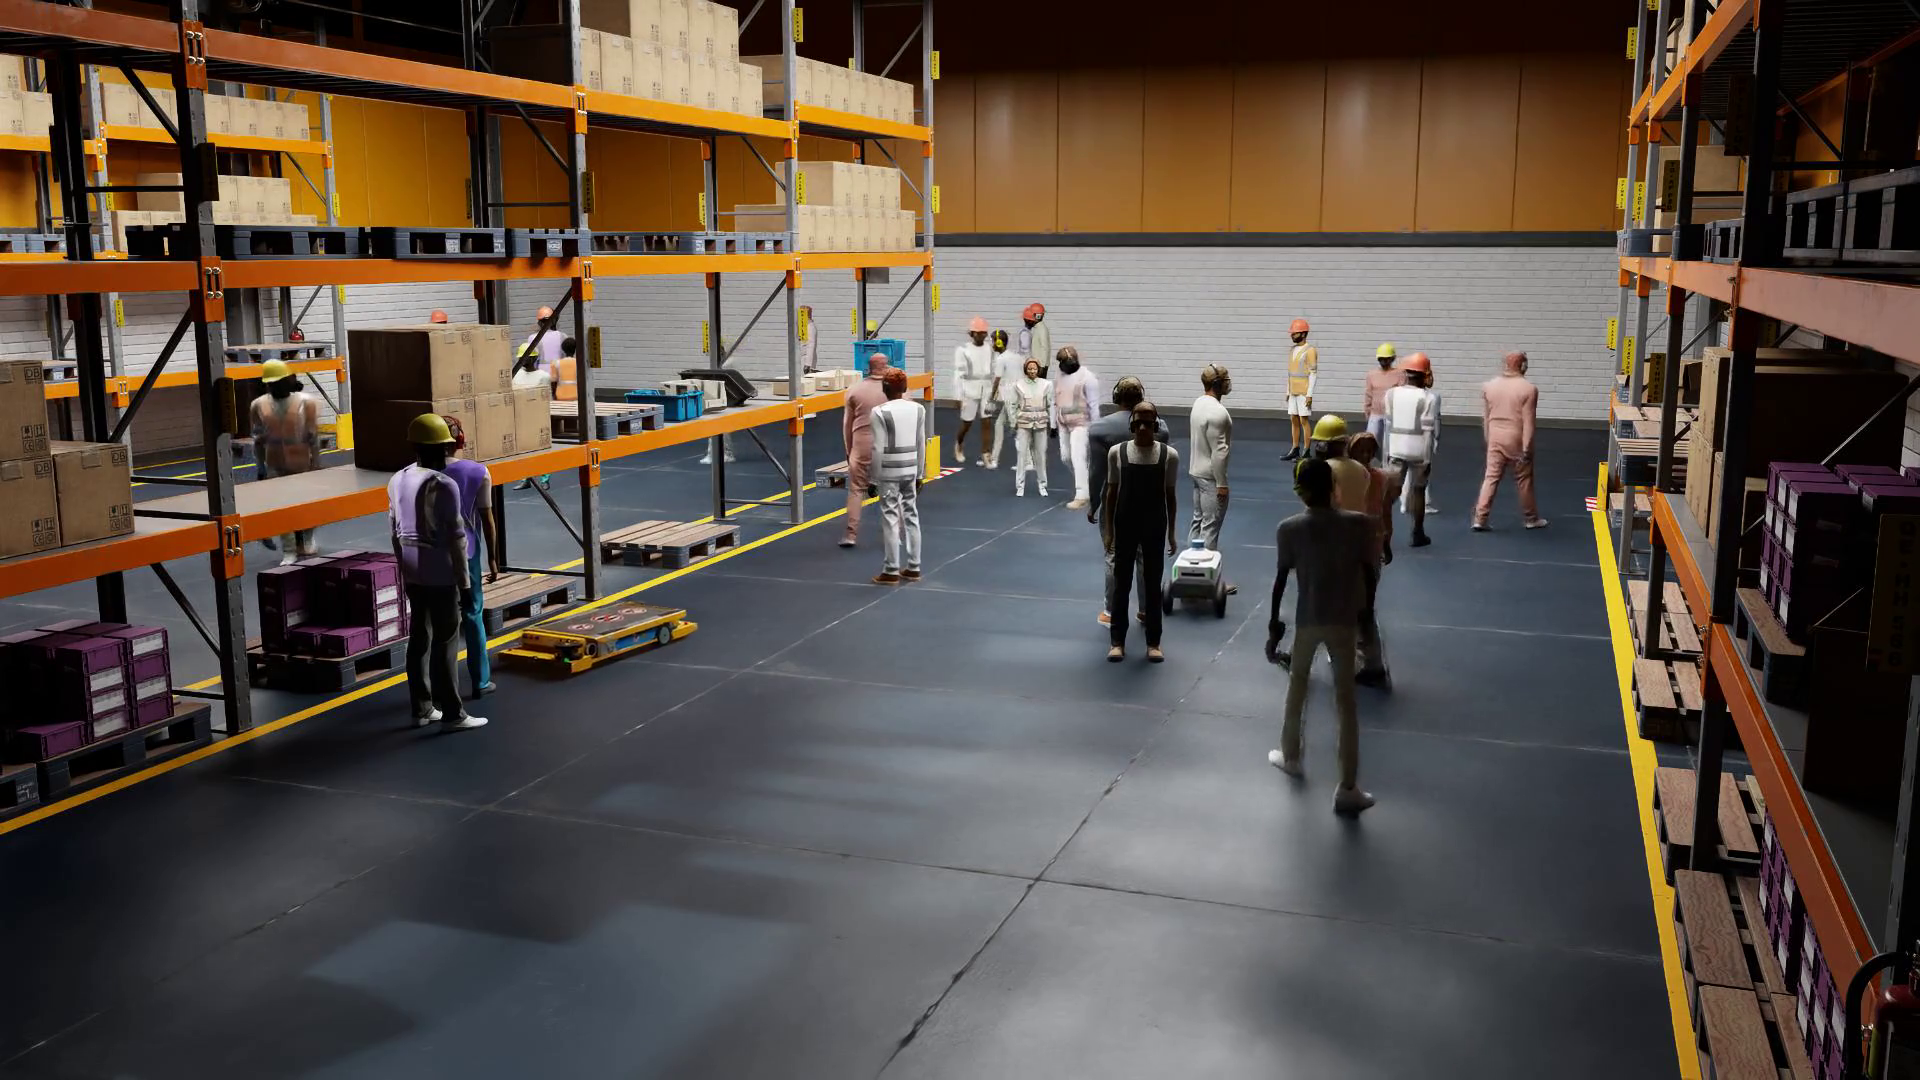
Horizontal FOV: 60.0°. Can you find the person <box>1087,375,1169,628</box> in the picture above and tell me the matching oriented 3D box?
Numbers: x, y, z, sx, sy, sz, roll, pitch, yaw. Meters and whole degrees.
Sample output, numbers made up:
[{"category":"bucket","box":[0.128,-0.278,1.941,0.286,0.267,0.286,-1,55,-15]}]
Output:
[{"category":"person","box":[1.279,-0.287,12.724,0.636,1.938,0.355,-2,10,-11]}]

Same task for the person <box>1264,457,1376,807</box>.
[{"category":"person","box":[1.934,0.473,8.884,0.592,1.801,0.870,2,10,11]}]

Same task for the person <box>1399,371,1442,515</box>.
[{"category":"person","box":[4.996,-1.092,18.114,0.506,1.632,0.265,9,13,40]}]

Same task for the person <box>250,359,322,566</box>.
[{"category":"person","box":[-6.143,-0.713,15.213,0.606,1.902,0.506,-2,10,-8]}]

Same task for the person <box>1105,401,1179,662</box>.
[{"category":"person","box":[1.272,-0.057,11.689,0.506,1.847,0.344,1,10,5]}]

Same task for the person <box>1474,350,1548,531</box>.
[{"category":"person","box":[5.660,-1.012,17.040,0.918,1.862,0.664,-8,13,-37]}]

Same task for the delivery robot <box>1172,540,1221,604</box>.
[{"category":"delivery robot","box":[1.907,0.242,13.376,0.477,0.478,0.707,2,10,13]}]

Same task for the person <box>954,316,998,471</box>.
[{"category":"person","box":[0.188,-1.944,21.885,0.619,2.016,0.950,-4,11,-23]}]

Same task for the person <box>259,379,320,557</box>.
[{"category":"person","box":[-6.299,-0.664,15.562,0.550,1.681,0.435,8,13,40]}]

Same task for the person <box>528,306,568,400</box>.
[{"category":"person","box":[-5.920,-2.332,23.943,0.605,2.045,0.382,-8,13,-37]}]

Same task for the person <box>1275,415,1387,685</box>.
[{"category":"person","box":[2.523,0.068,11.161,0.623,1.784,0.892,-7,12,-35]}]

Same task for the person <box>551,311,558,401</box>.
[{"category":"person","box":[-6.135,-2.503,25.120,0.361,1.964,0.614,-5,11,-27]}]

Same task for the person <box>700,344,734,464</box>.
[{"category":"person","box":[-3.327,-1.873,22.257,0.754,1.712,0.515,-9,13,-41]}]

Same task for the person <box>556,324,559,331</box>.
[{"category":"person","box":[-6.943,-2.843,28.023,0.688,1.622,0.526,-7,12,-34]}]

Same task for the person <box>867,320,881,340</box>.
[{"category":"person","box":[-1.356,-2.518,25.775,0.317,1.769,0.535,-4,11,-23]}]

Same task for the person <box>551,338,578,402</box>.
[{"category":"person","box":[-5.355,-1.959,22.956,0.546,1.648,0.883,-1,10,-6]}]

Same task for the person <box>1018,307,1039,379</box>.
[{"category":"person","box":[1.174,-2.817,27.023,0.455,1.918,0.567,2,10,10]}]

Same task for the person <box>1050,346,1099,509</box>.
[{"category":"person","box":[1.368,-1.285,18.754,0.683,1.797,0.661,-7,12,-36]}]

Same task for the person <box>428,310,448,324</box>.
[{"category":"person","box":[-7.927,-2.553,25.497,0.552,1.932,0.377,9,14,43]}]

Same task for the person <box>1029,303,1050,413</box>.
[{"category":"person","box":[1.263,-2.838,26.932,0.396,1.992,0.623,-1,10,-8]}]

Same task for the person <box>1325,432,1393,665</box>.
[{"category":"person","box":[2.778,0.057,11.626,0.523,1.639,0.306,-2,10,-12]}]

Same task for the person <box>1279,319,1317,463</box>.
[{"category":"person","box":[4.555,-2.005,22.400,0.369,1.935,0.552,-4,11,-22]}]

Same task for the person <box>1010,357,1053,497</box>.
[{"category":"person","box":[0.835,-1.312,19.361,0.511,1.634,0.311,-1,10,-8]}]

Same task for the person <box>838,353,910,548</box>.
[{"category":"person","box":[-0.824,-0.839,15.992,0.786,1.887,0.524,-1,10,-5]}]

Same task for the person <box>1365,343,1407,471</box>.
[{"category":"person","box":[5.178,-1.521,20.212,0.528,1.756,0.483,7,12,35]}]

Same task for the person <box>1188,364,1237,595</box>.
[{"category":"person","box":[2.119,-0.512,13.989,0.371,1.940,0.630,-2,10,-9]}]

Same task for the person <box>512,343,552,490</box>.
[{"category":"person","box":[-5.104,-1.461,19.818,0.526,1.769,0.329,3,11,17]}]

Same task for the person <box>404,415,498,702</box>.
[{"category":"person","box":[-3.268,0.126,10.670,0.570,1.840,0.372,-2,10,-10]}]

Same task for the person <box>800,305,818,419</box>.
[{"category":"person","box":[-2.608,-3.010,28.142,0.406,1.911,0.639,-1,10,-8]}]

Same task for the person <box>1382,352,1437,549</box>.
[{"category":"person","box":[4.286,-0.847,15.966,0.552,1.912,0.792,9,13,40]}]

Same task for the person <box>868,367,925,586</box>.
[{"category":"person","box":[-0.544,-0.549,14.352,0.584,1.882,0.337,-9,13,-40]}]

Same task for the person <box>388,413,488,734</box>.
[{"category":"person","box":[-3.157,0.203,9.995,0.587,1.928,0.362,6,12,31]}]

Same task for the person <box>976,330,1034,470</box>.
[{"category":"person","box":[0.565,-1.807,21.613,0.895,1.814,0.537,3,10,16]}]

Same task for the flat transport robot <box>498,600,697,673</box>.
[{"category":"flat transport robot","box":[-2.587,0.675,12.000,0.652,0.197,1.431,5,11,27]}]
